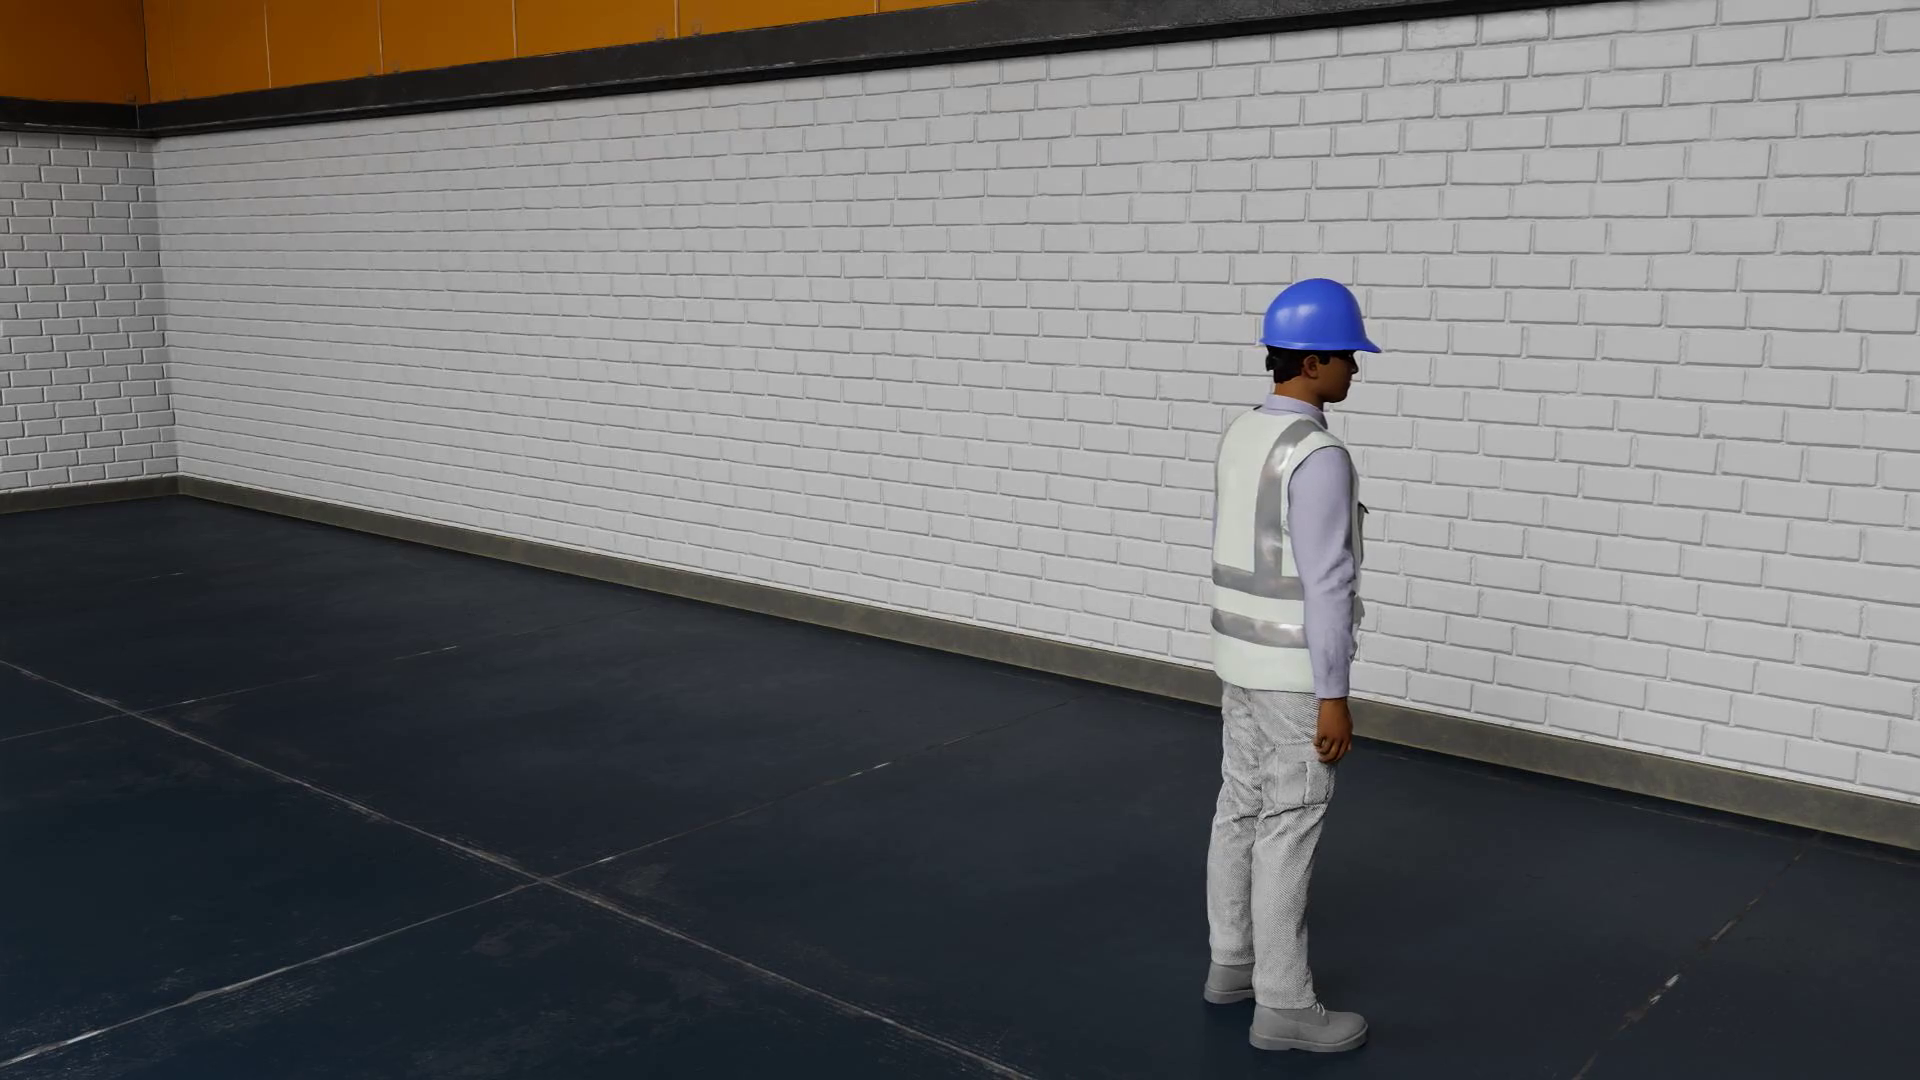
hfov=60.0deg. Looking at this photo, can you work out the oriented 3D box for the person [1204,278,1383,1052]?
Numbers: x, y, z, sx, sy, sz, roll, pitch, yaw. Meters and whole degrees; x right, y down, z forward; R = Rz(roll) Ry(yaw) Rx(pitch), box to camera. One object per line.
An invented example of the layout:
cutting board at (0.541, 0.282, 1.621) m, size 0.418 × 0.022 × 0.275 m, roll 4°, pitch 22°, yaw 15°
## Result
person at (0.844, 0.315, 4.250) m, size 0.403 × 1.945 × 0.614 m, roll -2°, pitch 10°, yaw -14°
